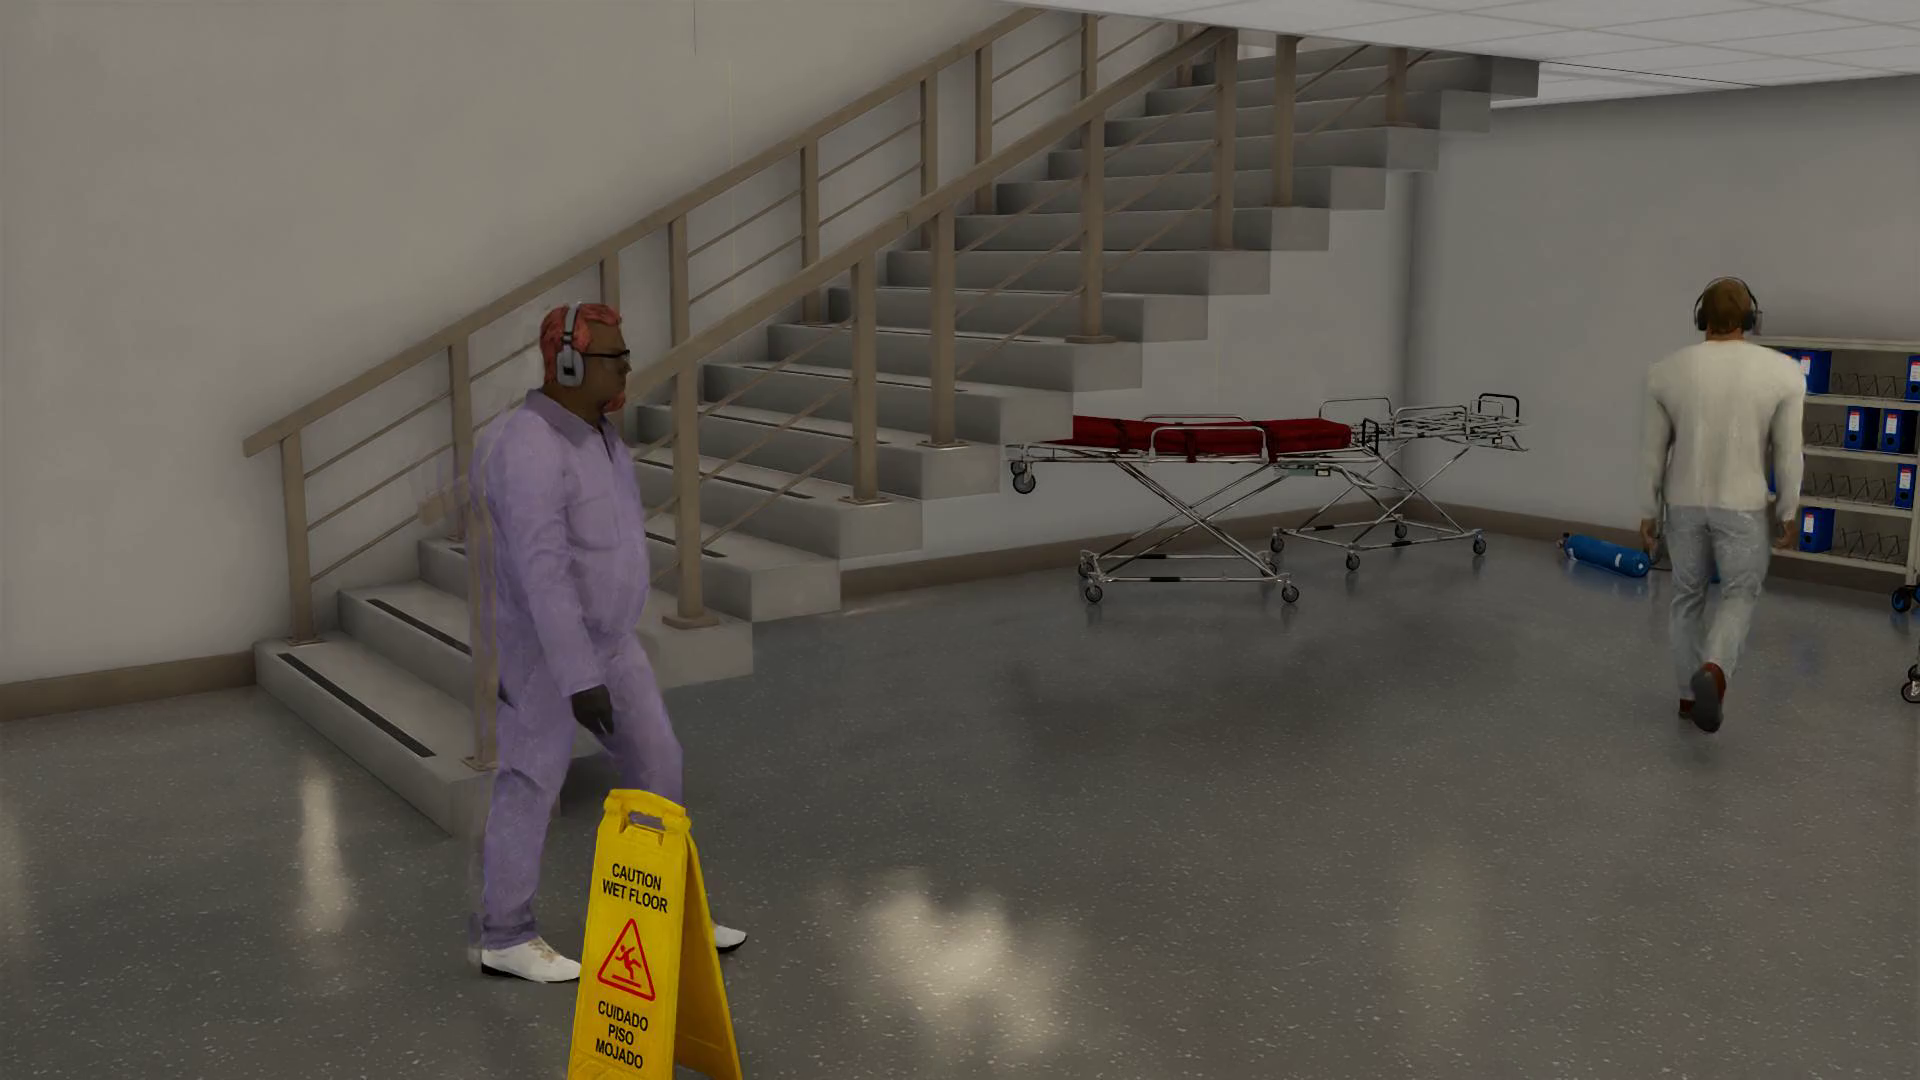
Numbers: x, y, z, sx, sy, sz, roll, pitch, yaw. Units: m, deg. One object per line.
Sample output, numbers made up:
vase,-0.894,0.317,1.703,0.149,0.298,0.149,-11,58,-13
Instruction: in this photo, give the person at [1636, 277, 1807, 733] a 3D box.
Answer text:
person,3.149,-0.133,6.955,0.639,1.923,0.737,6,12,32

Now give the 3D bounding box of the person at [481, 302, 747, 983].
person,-0.971,0.307,4.537,0.836,1.879,0.649,2,10,12
